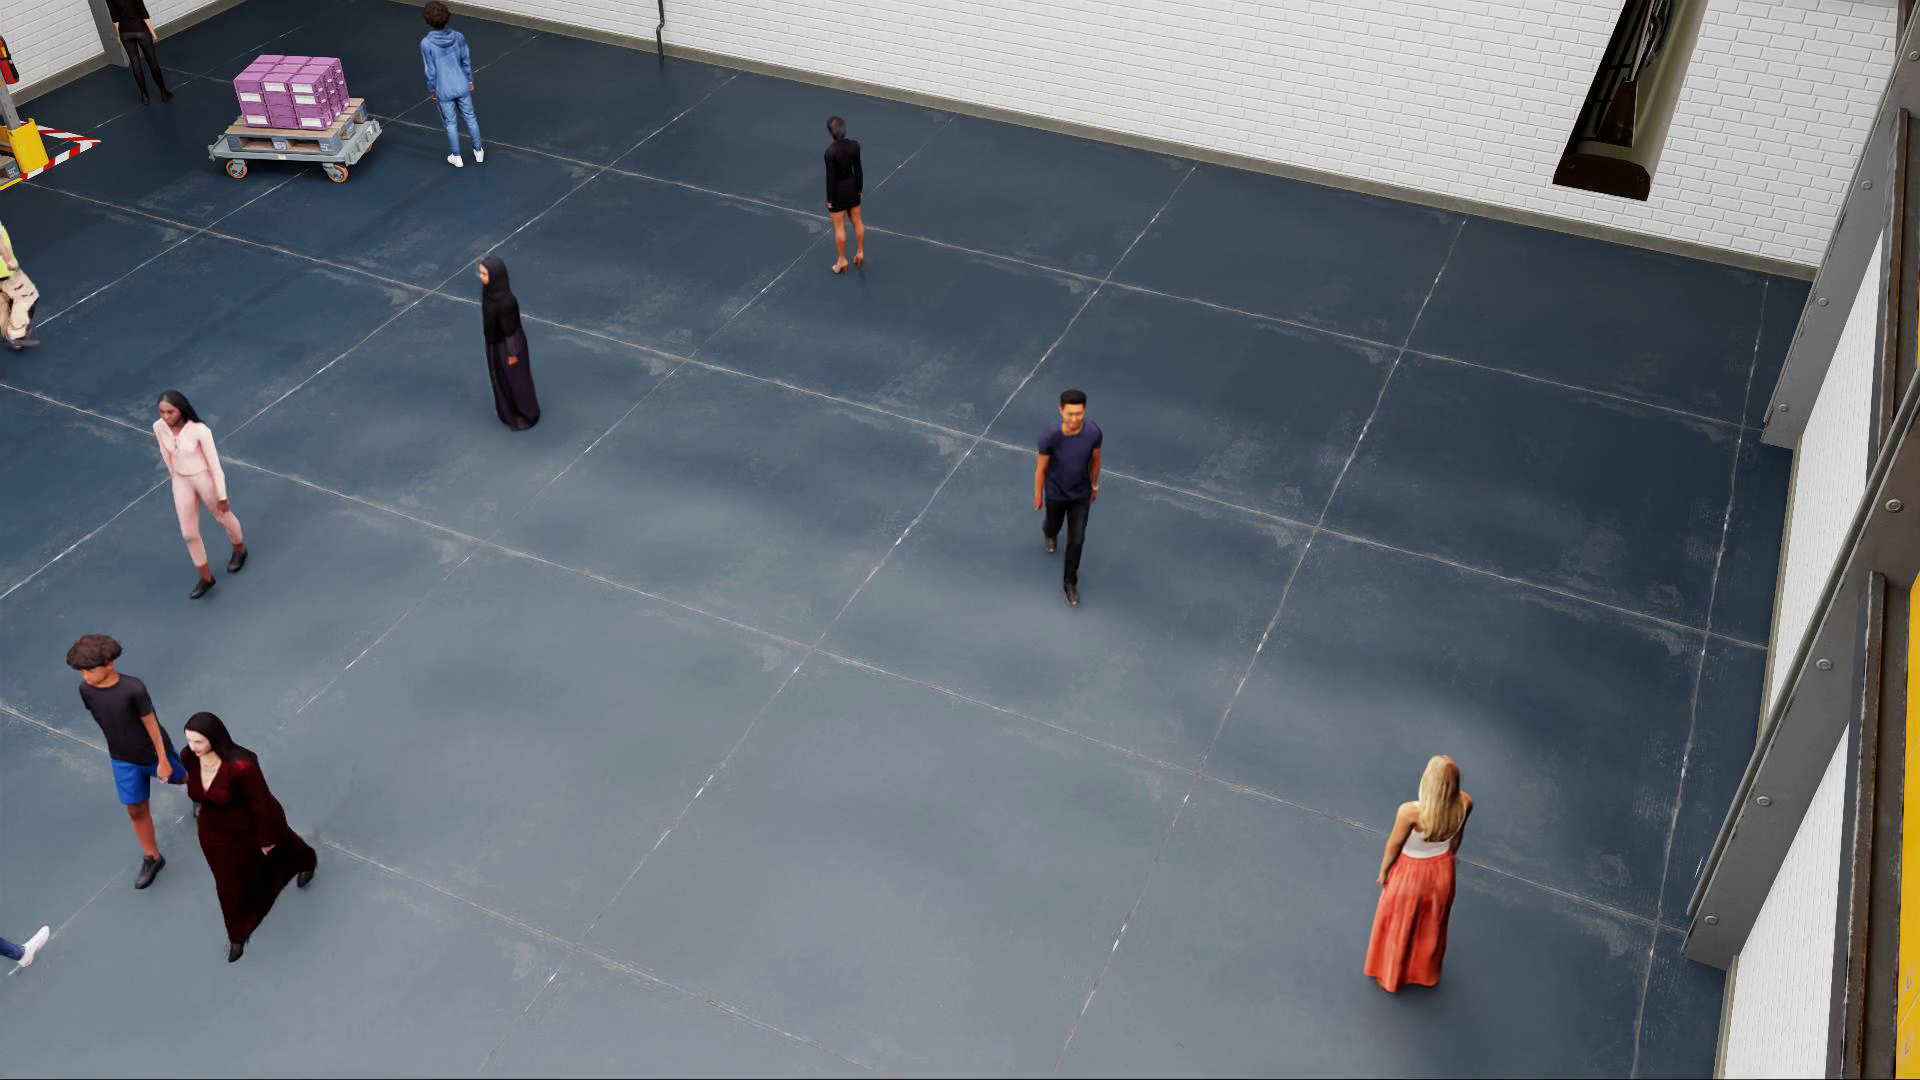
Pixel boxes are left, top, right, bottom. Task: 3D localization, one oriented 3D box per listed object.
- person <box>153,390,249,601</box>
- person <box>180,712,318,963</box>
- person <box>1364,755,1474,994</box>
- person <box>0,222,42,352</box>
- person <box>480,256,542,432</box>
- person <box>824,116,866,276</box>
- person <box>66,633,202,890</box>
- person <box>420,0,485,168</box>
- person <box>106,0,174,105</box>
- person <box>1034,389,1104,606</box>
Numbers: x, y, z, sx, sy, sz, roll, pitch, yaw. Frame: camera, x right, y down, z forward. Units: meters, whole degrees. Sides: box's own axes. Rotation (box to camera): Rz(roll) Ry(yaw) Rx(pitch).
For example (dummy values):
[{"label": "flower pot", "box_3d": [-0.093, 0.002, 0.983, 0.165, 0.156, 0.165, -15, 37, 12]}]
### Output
[{"label": "person", "box_3d": [-5.689, -0.451, 12.563, 0.827, 1.697, 0.991, 5, 39, 6]}, {"label": "person", "box_3d": [-4.230, 1.625, 9.951, 0.838, 1.713, 1.135, 7, 39, 9]}, {"label": "person", "box_3d": [2.640, 1.918, 9.516, 0.728, 1.799, 0.765, -7, 39, -8]}, {"label": "person", "box_3d": [-8.772, -2.483, 15.000, 0.755, 1.833, 0.742, 11, 40, 14]}, {"label": "person", "box_3d": [-3.867, -1.706, 14.202, 0.771, 1.614, 0.736, -20, 43, -24]}, {"label": "person", "box_3d": [-1.130, -3.369, 16.265, 0.638, 1.639, 0.719, -25, 45, -28]}, {"label": "person", "box_3d": [-5.069, 1.241, 10.392, 0.925, 1.763, 1.228, 1, 39, 2]}, {"label": "person", "box_3d": [-5.553, -4.968, 18.131, 0.704, 1.808, 0.817, -20, 43, -24]}, {"label": "person", "box_3d": [-9.655, -5.925, 19.462, 0.644, 1.642, 0.691, -10, 40, -13]}, {"label": "person", "box_3d": [0.795, -0.415, 12.462, 0.994, 1.767, 1.175, -4, 39, -5]}]
